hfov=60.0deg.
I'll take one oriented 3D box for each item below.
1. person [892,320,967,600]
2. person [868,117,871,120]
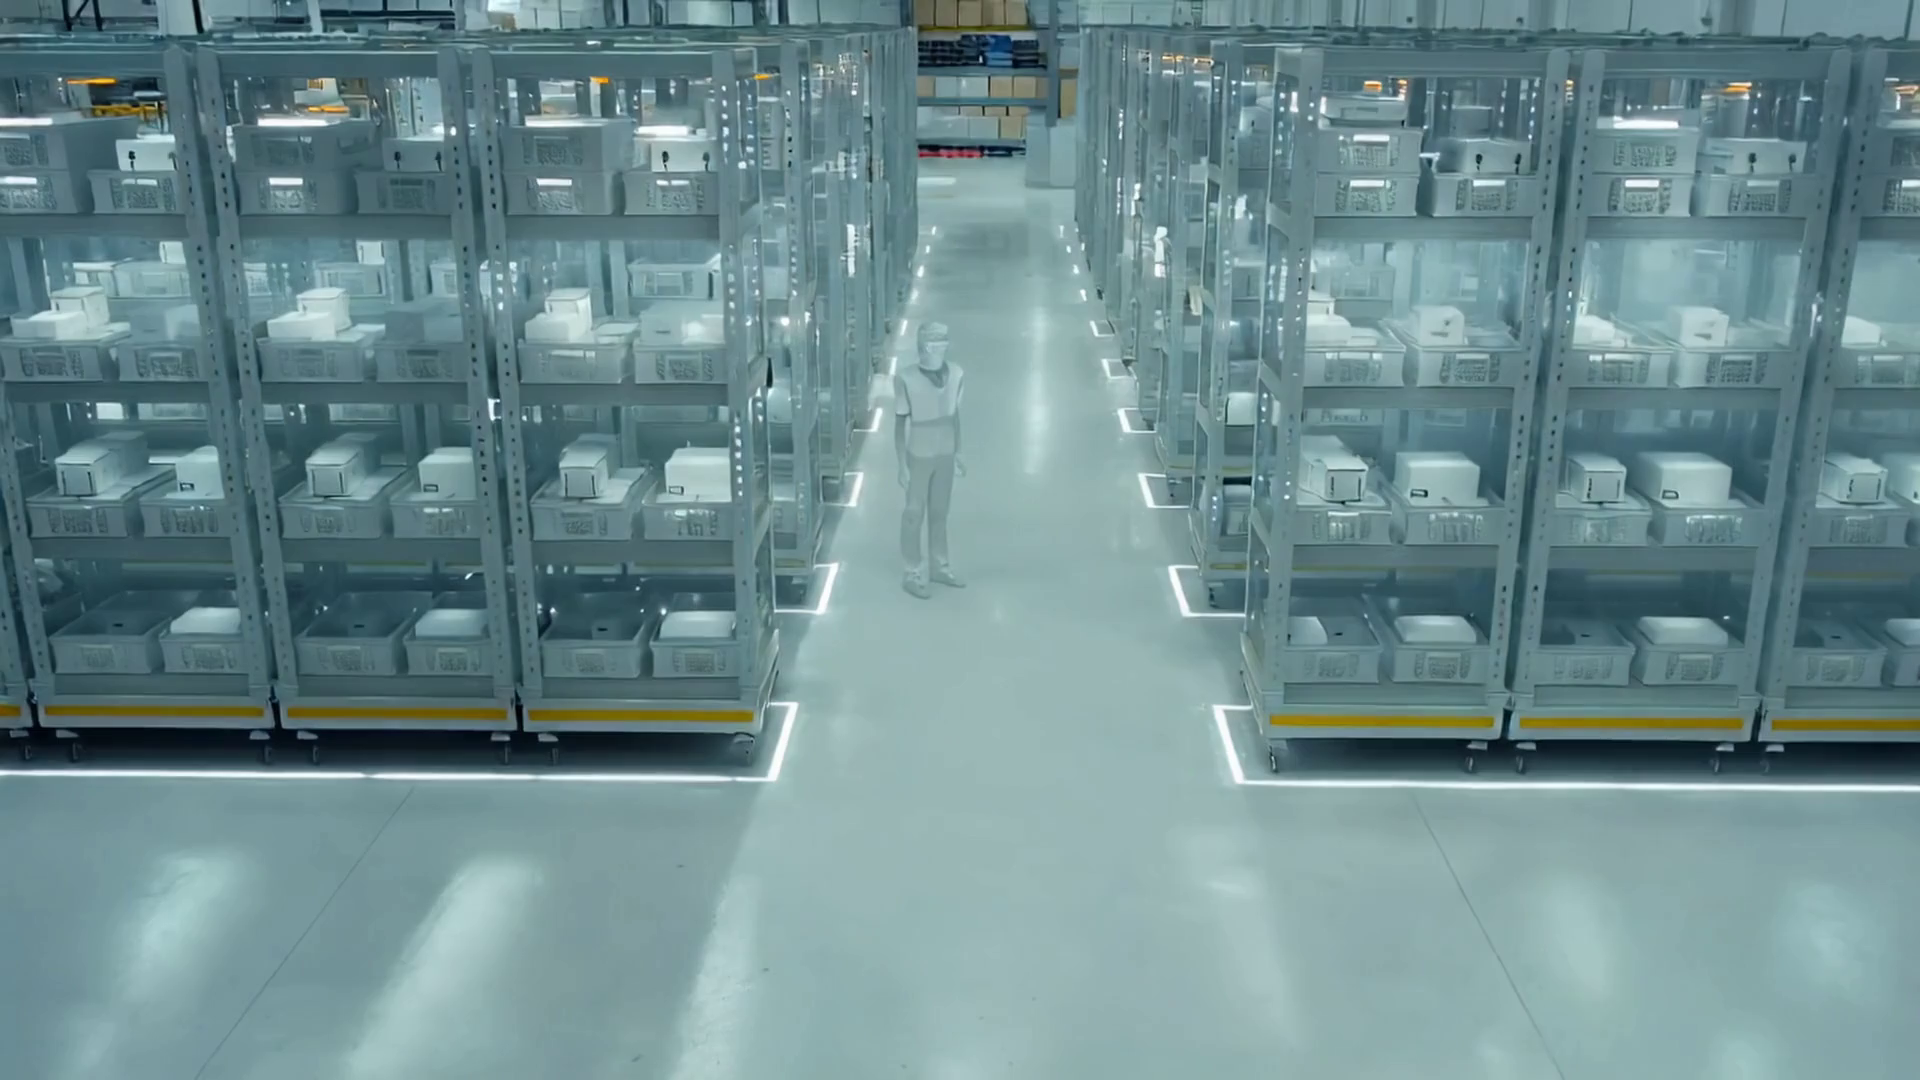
[{"bbox_3d":[-0.206,-0.548,11.078,0.565,1.850,0.390,-16,23,-41],"label":"person"},{"bbox_3d":[-2.279,-9.592,39.709,0.469,1.972,0.612,-9,19,-26],"label":"person"}]
